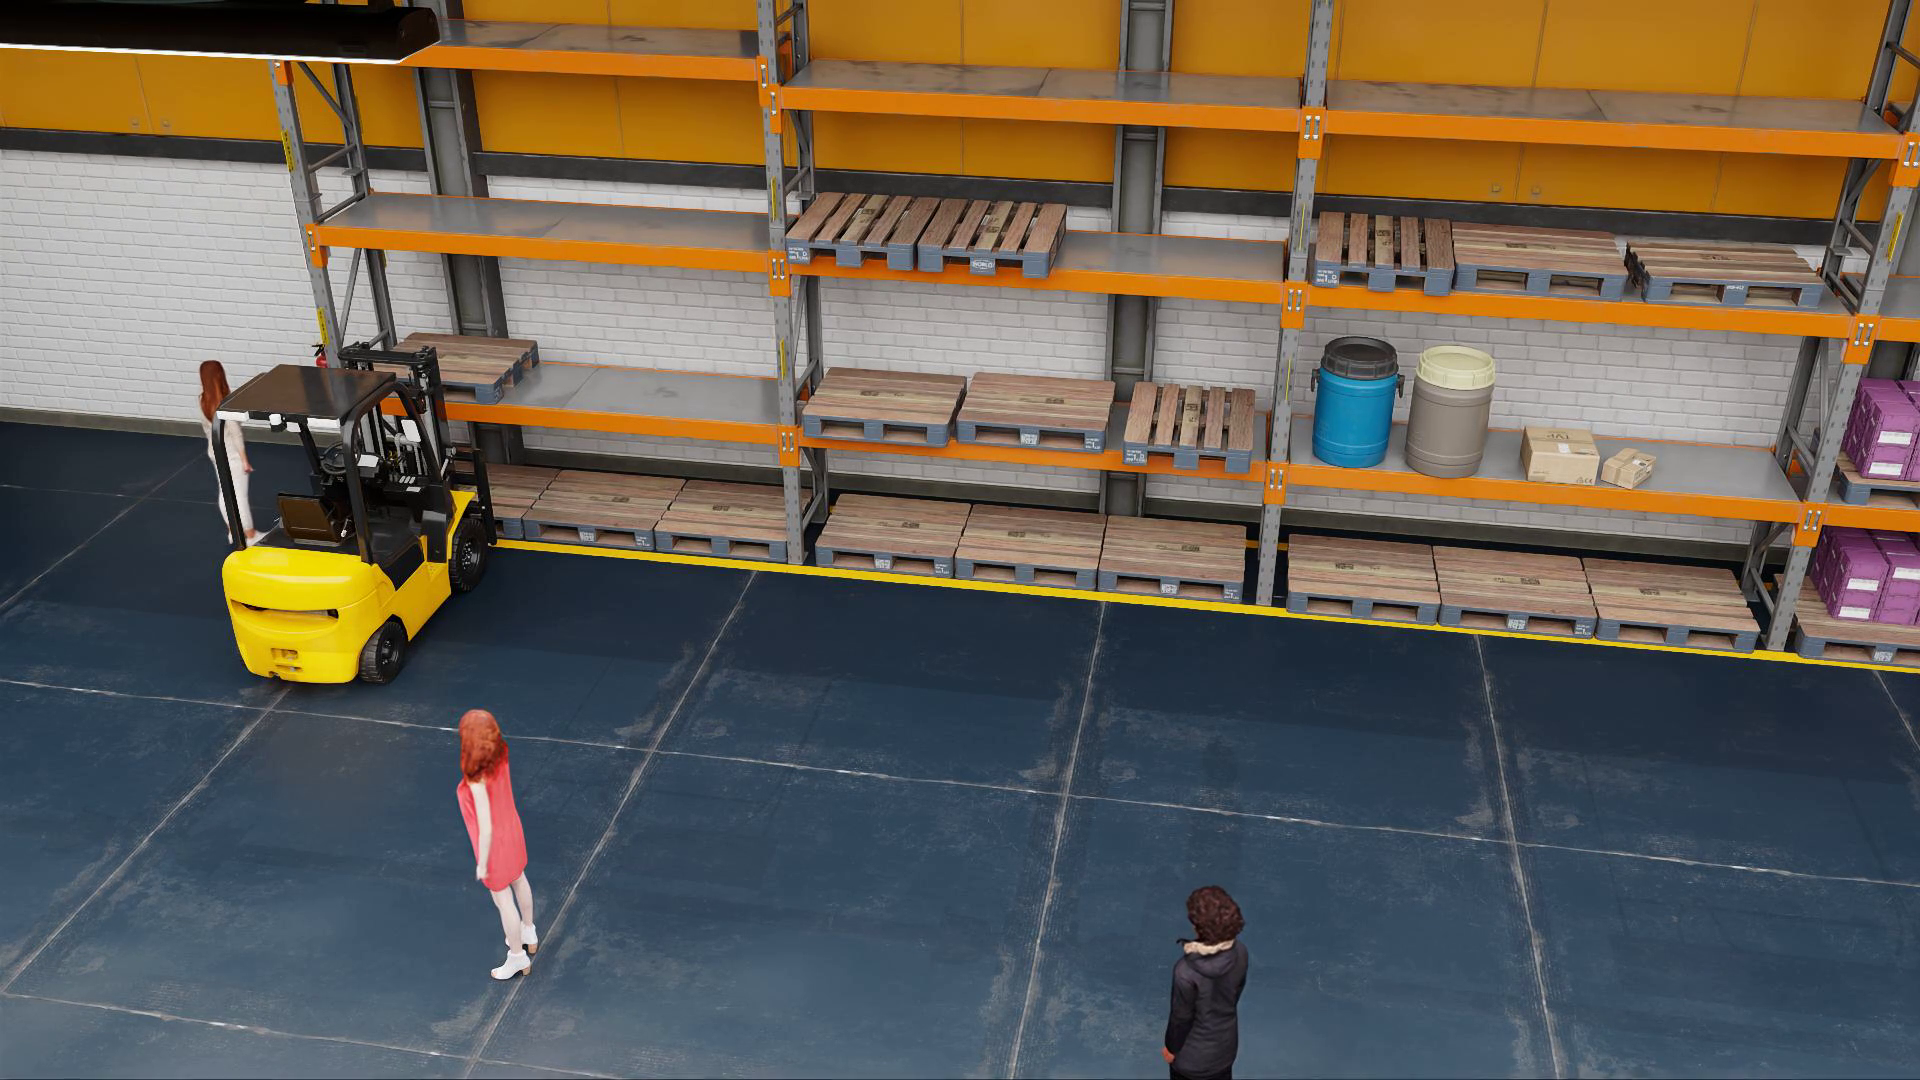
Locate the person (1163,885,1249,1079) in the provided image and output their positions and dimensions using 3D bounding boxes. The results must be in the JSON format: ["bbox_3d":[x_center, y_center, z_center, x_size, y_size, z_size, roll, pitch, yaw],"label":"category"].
[{"bbox_3d":[1.230,2.478,8.364,0.720,1.779,0.783,-18,33,-30],"label":"person"}]

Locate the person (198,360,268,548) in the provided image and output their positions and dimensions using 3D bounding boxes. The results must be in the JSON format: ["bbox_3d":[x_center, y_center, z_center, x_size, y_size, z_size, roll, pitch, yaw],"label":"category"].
[{"bbox_3d":[-6.313,-0.736,14.325,0.614,1.713,0.729,17,33,29],"label":"person"}]

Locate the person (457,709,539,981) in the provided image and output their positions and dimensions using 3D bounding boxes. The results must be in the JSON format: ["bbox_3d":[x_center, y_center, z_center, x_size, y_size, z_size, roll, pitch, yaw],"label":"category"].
[{"bbox_3d":[-2.673,1.751,9.645,0.523,1.828,0.603,2,29,4],"label":"person"}]
